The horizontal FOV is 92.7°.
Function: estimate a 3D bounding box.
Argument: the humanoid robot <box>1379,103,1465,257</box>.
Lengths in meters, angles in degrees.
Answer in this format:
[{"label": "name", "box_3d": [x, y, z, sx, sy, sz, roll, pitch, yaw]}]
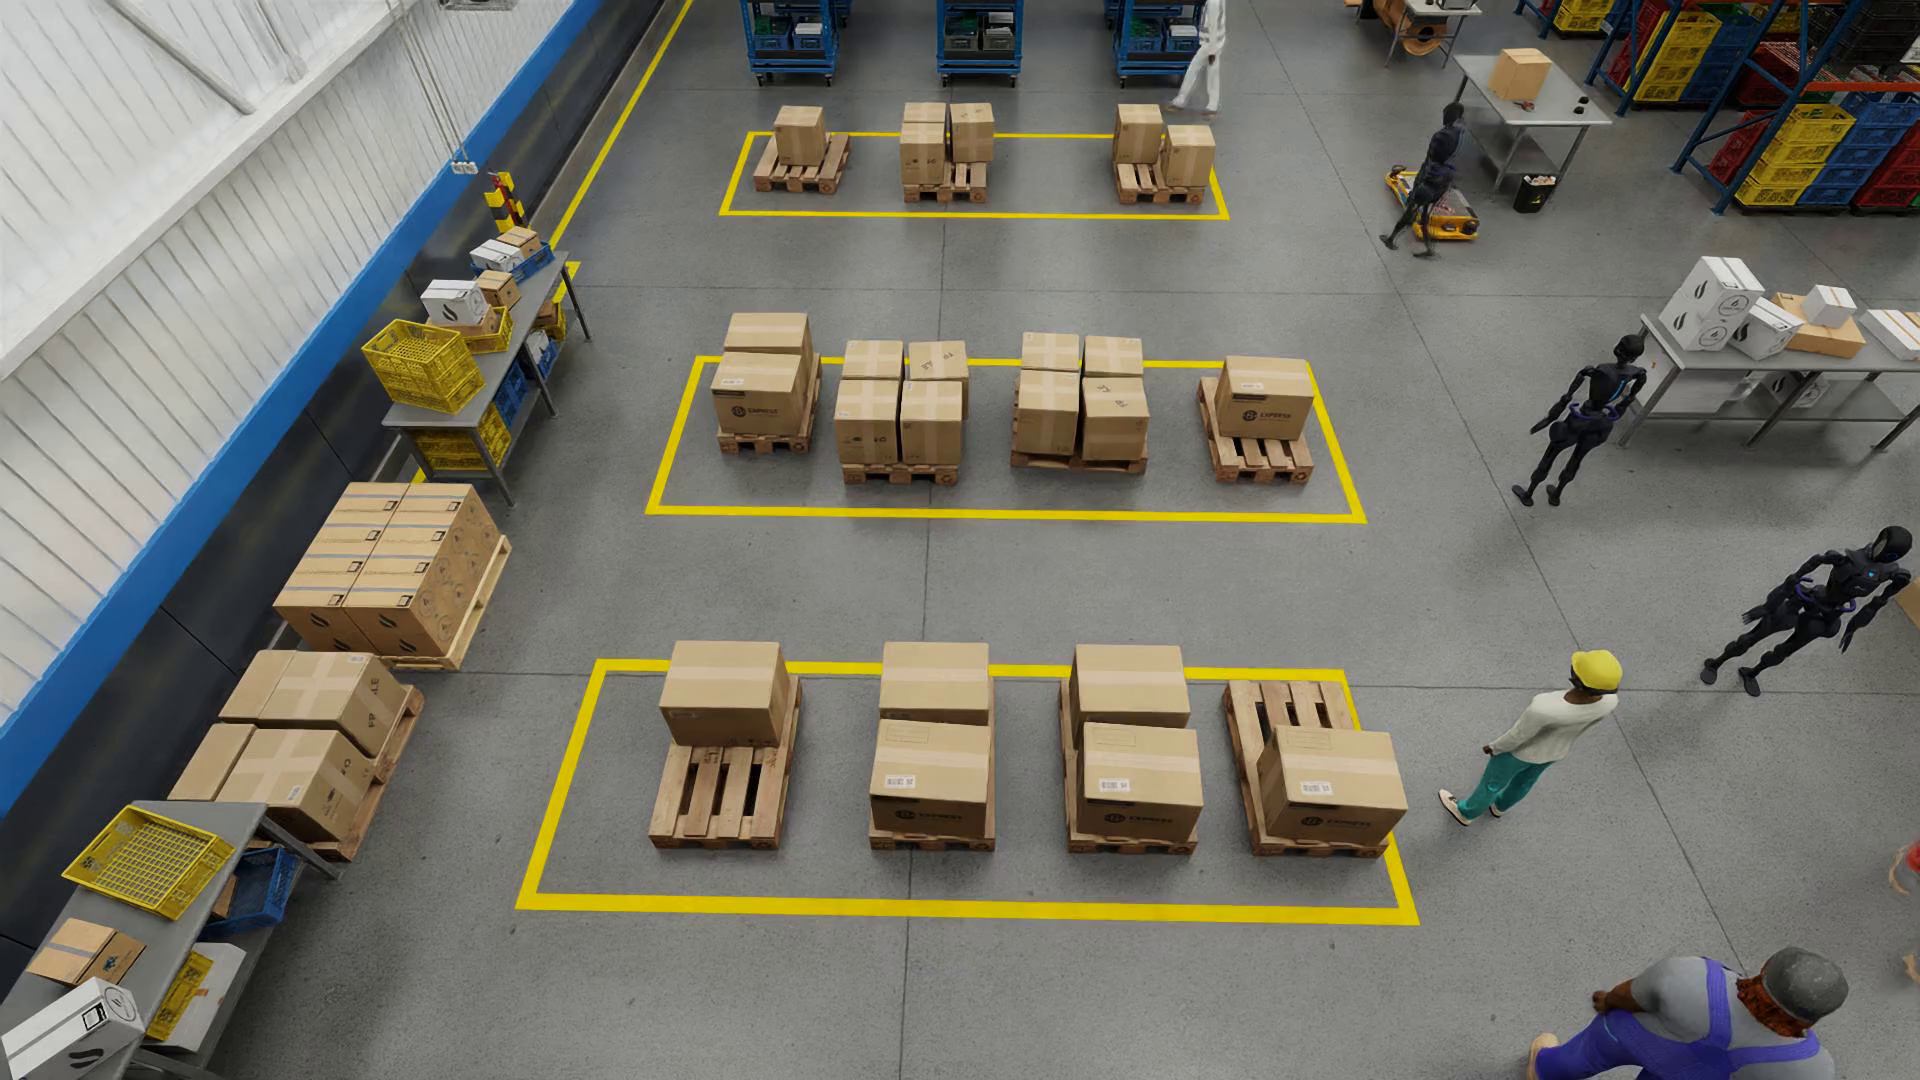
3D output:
[{"label": "humanoid robot", "box_3d": [5.145, -3.866, 9.973, 0.651, 1.620, 0.662, -29, 55, -23]}]

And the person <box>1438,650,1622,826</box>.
[{"label": "person", "box_3d": [3.426, 1.210, 5.495, 0.521, 1.768, 0.310, -8, 50, -7]}]

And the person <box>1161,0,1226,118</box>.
[{"label": "person", "box_3d": [3.208, -6.619, 12.219, 0.889, 1.842, 0.605, 18, 51, 15]}]

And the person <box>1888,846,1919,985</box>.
[{"label": "person", "box_3d": [5.797, 1.697, 4.958, 1.022, 1.939, 0.596, -34, 57, -26]}]

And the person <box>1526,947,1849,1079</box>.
[{"label": "person", "box_3d": [3.402, 2.338, 4.339, 0.675, 2.000, 0.536, 37, 58, 27]}]

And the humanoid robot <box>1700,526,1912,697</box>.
[{"label": "humanoid robot", "box_3d": [5.711, 0.499, 6.161, 0.609, 1.657, 0.313, 17, 51, 14]}]

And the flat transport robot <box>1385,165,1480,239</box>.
[{"label": "flat transport robot", "box_3d": [5.692, -4.094, 11.059, 0.652, 0.197, 1.431, 1, 49, 1]}]

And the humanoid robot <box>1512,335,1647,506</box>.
[{"label": "humanoid robot", "box_3d": [5.016, -0.944, 7.409, 0.603, 1.657, 0.318, 3, 49, 3]}]
